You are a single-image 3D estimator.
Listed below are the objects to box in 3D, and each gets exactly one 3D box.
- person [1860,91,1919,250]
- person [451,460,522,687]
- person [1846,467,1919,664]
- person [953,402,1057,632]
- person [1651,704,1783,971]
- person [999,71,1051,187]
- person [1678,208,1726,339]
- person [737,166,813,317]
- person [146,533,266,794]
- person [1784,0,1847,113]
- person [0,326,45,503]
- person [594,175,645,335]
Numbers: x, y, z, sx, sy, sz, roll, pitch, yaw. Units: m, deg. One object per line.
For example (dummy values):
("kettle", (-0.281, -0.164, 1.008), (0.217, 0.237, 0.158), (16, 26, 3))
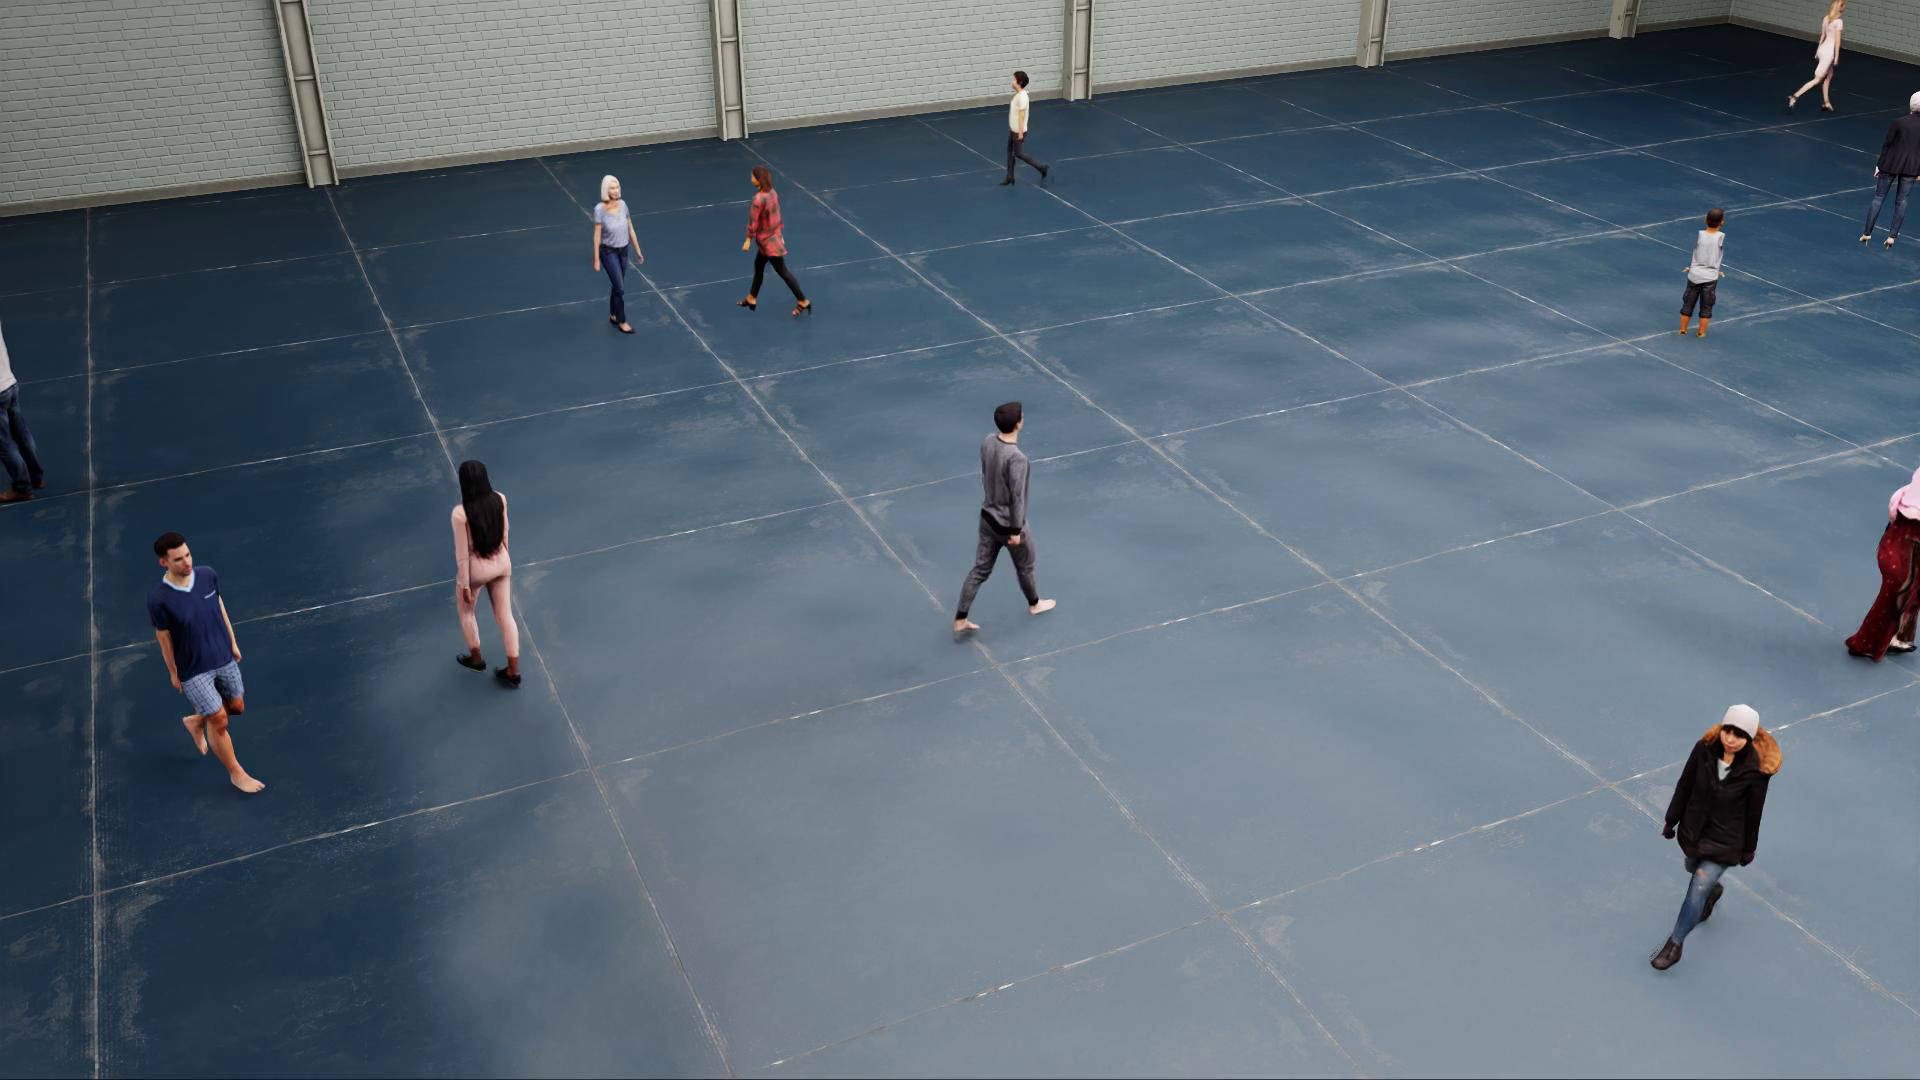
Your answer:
("person", (10.479, -4.161, 18.613), (0.823, 1.783, 0.788), (11, 30, 19))
("person", (-3.250, 0.266, 11.599), (0.908, 1.701, 0.889), (21, 34, 34))
("person", (6.663, 0.158, 11.889), (0.896, 1.618, 0.816), (3, 28, 6))
("person", (0.242, -0.118, 12.209), (1.230, 1.806, 0.885), (-21, 35, -34))
("person", (4.198, 1.584, 9.222), (1.106, 1.609, 0.830), (-22, 35, -35))
("person", (0.869, -5.604, 22.763), (1.007, 1.568, 0.800), (-2, 28, -3))
("person", (7.976, -2.898, 17.800), (0.645, 1.457, 0.677), (14, 31, 25))
("person", (-2.004, -3.232, 18.215), (1.179, 1.656, 1.067), (7, 29, 13))
("person", (-4.847, 0.746, 10.561), (1.012, 1.831, 1.036), (17, 32, 29))
("person", (13.641, -7.648, 26.358), (1.189, 1.797, 0.863), (-2, 28, -4))
("person", (-8.265, -1.254, 14.237), (0.802, 1.904, 0.833), (0, 28, 0))
("person", (-3.778, -3.103, 17.925), (0.865, 1.701, 0.851), (20, 34, 33))
